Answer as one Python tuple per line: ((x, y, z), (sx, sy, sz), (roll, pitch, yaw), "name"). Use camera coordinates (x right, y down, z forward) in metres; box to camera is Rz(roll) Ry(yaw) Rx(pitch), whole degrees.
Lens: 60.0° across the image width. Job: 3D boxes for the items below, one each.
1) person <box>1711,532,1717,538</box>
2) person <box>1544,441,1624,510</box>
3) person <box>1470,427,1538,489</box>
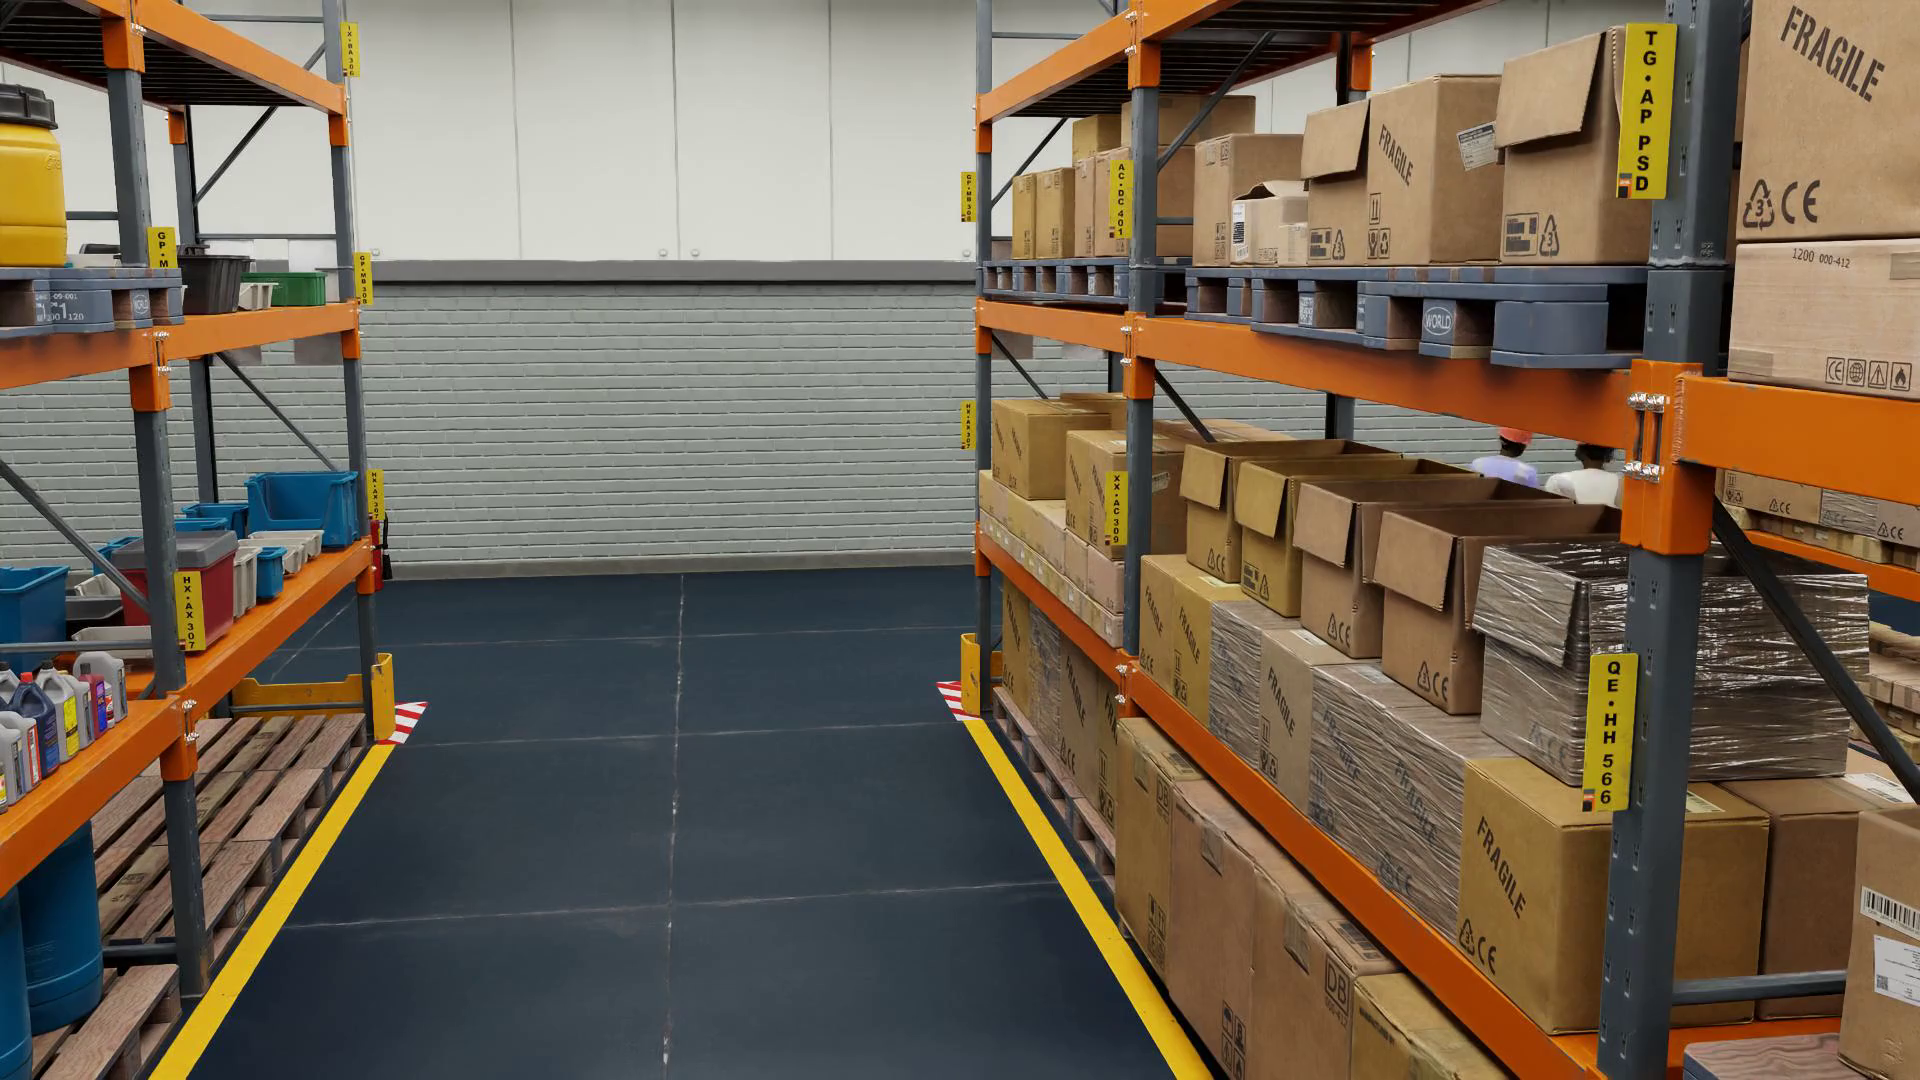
((3.285, 0.809, 7.752), (0.625, 1.967, 0.849), (-2, 9, -12), "person")
((4.372, 0.165, 11.700), (0.620, 1.975, 1.095), (0, 9, 2), "person")
((4.229, -0.027, 13.132), (0.617, 1.892, 0.633), (7, 11, 35), "person")
